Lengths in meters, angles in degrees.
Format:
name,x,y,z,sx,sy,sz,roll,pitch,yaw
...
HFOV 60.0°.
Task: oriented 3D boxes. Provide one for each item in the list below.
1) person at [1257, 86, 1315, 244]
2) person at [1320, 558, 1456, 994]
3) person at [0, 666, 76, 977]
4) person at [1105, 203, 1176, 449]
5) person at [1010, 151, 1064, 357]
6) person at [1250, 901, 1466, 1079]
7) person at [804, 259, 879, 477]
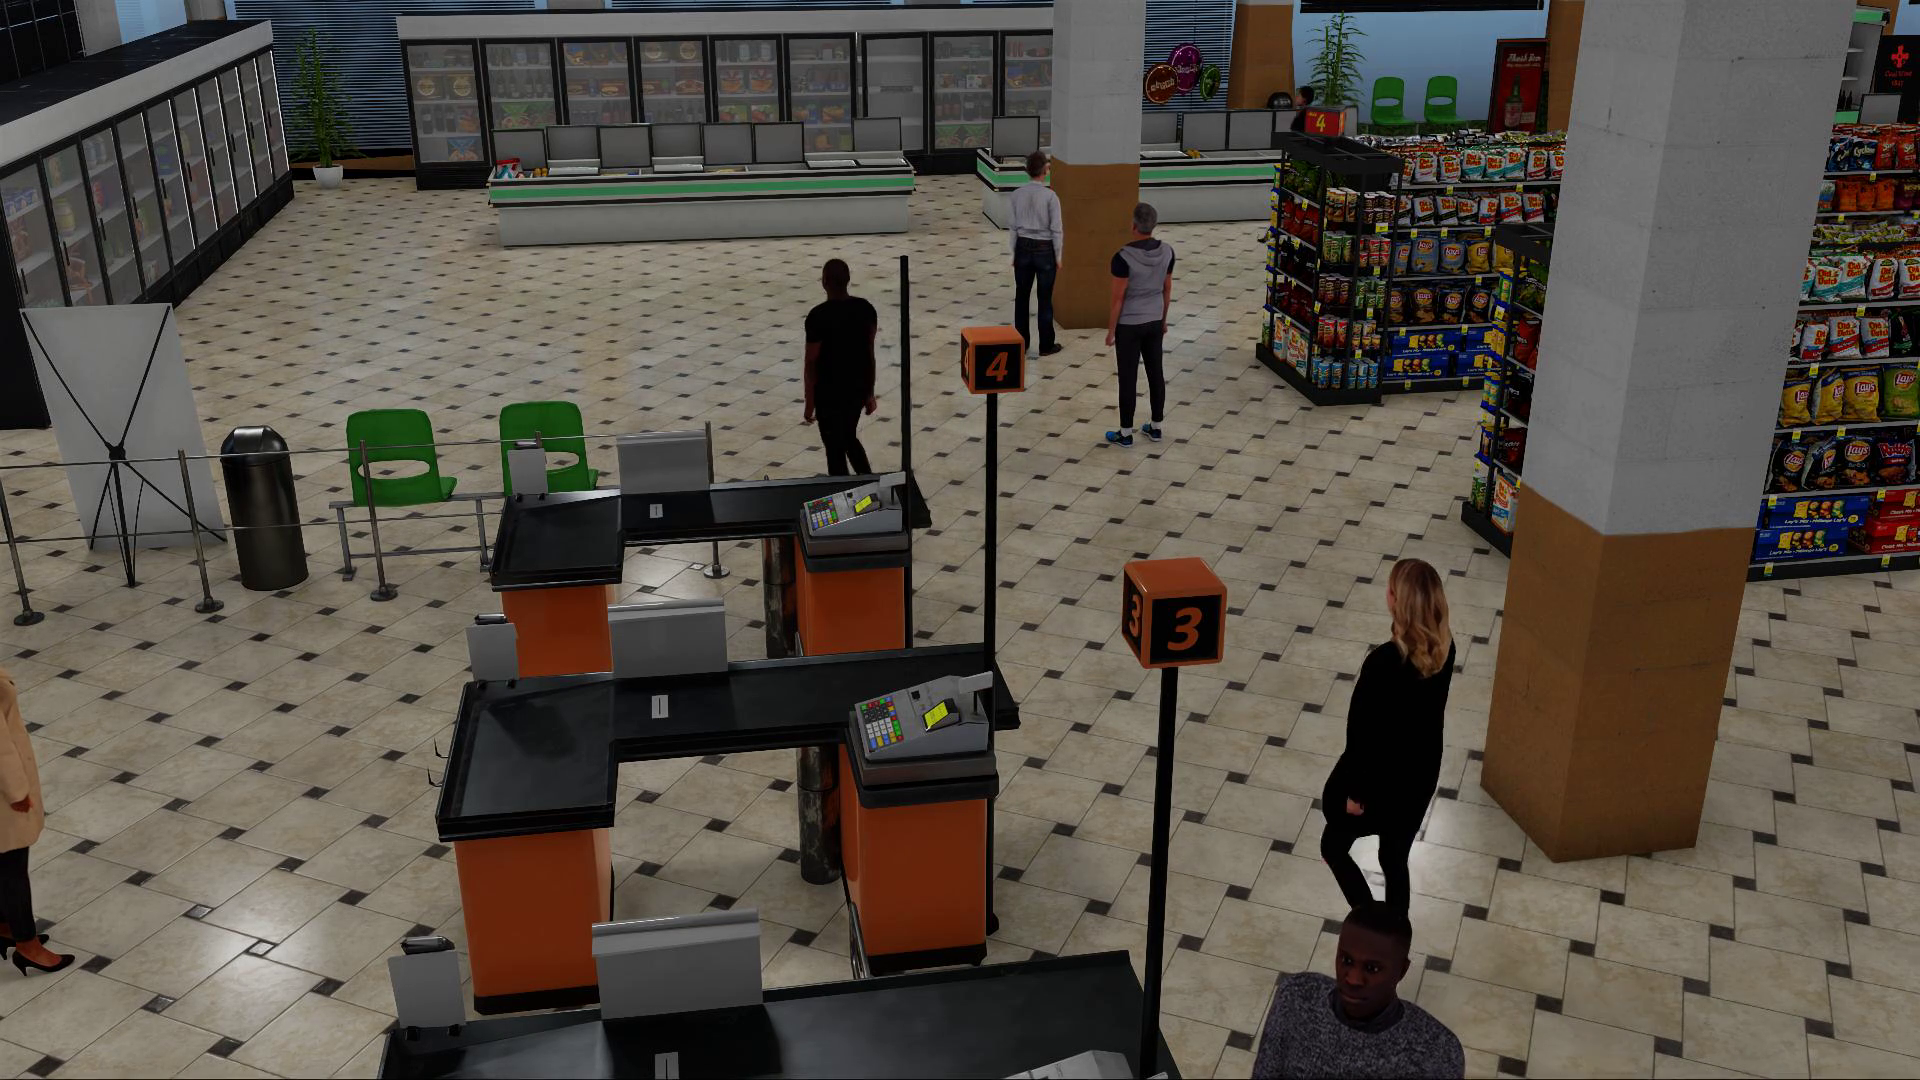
name,x,y,z,sx,sy,sz,roll,pitch,yaw
person,4.015,-4.261,19.145,1.197,1.784,0.806,1,22,2
person,1.660,0.946,6.179,0.693,1.790,0.782,-12,25,-28
person,-3.743,0.913,6.406,0.718,1.682,0.741,19,29,39
person,1.362,-1.613,12.495,0.627,1.830,0.814,-11,24,-26
person,0.676,-2.564,14.873,0.692,1.820,0.800,9,23,21
person,0.966,1.706,4.222,0.717,1.839,0.816,11,24,25
person,-0.722,-0.891,10.725,0.838,1.809,0.897,-17,27,-35
